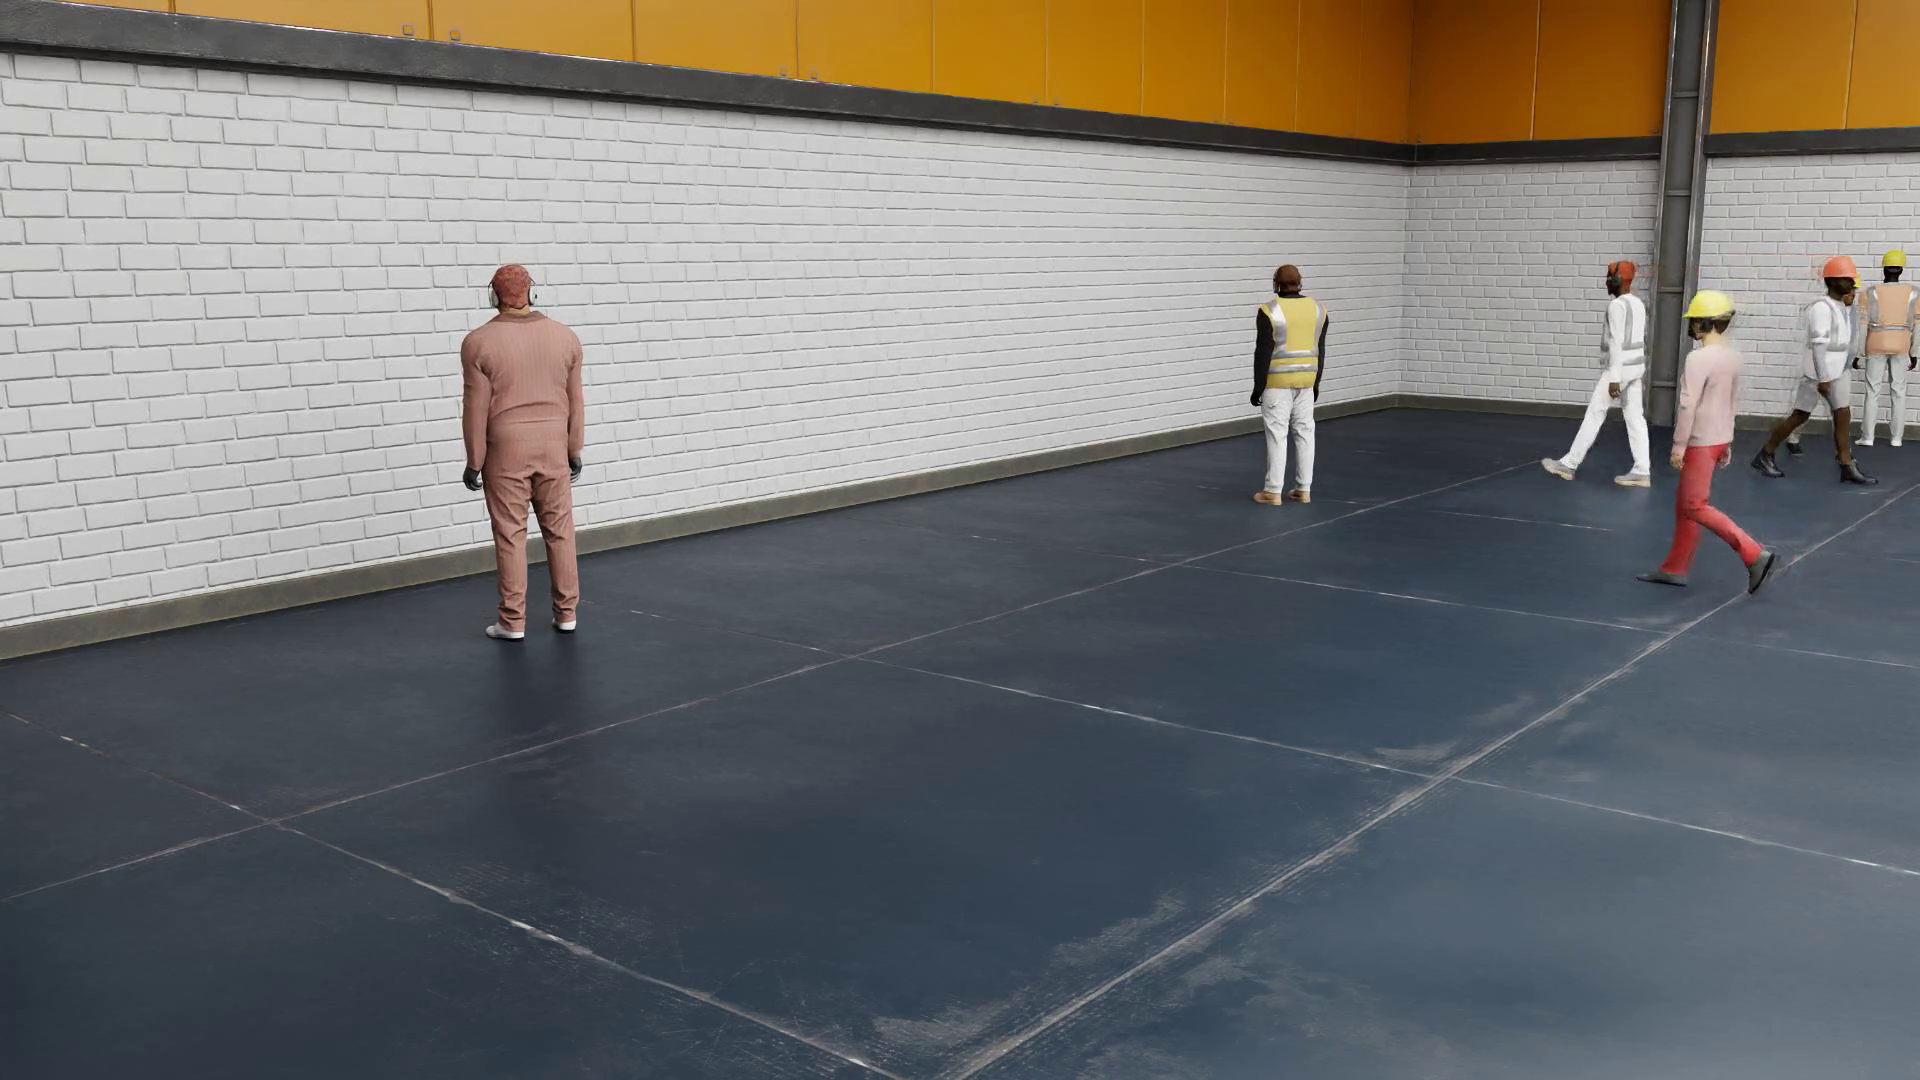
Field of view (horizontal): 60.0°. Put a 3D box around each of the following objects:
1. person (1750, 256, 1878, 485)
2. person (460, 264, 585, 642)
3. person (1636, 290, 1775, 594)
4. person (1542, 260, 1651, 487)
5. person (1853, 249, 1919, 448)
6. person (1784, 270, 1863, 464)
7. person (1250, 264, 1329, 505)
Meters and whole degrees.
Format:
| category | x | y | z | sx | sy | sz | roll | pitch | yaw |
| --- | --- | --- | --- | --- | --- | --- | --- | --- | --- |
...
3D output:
| category | x | y | z | sx | sy | sz | roll | pitch | yaw |
| --- | --- | --- | --- | --- | --- | --- | --- | --- | --- |
| person | 7.196 | -1.427 | 13.951 | 0.555 | 1.902 | 0.982 | -9 | 14 | -42 |
| person | -2.219 | -0.436 | 8.440 | 0.637 | 1.902 | 0.406 | -7 | 13 | -35 |
| person | 4.312 | -0.554 | 9.512 | 0.735 | 1.743 | 0.528 | 10 | 14 | 44 |
| person | 5.375 | -1.385 | 13.830 | 0.608 | 1.839 | 0.943 | -10 | 14 | -44 |
| person | 9.049 | -1.860 | 16.250 | 0.585 | 1.929 | 0.375 | 3 | 11 | 16 |
| person | 7.956 | -1.605 | 15.268 | 0.591 | 1.779 | 0.978 | 0 | 10 | -2 |
| person | 2.503 | -1.186 | 12.771 | 0.619 | 1.839 | 0.430 | -4 | 11 | -22 |
